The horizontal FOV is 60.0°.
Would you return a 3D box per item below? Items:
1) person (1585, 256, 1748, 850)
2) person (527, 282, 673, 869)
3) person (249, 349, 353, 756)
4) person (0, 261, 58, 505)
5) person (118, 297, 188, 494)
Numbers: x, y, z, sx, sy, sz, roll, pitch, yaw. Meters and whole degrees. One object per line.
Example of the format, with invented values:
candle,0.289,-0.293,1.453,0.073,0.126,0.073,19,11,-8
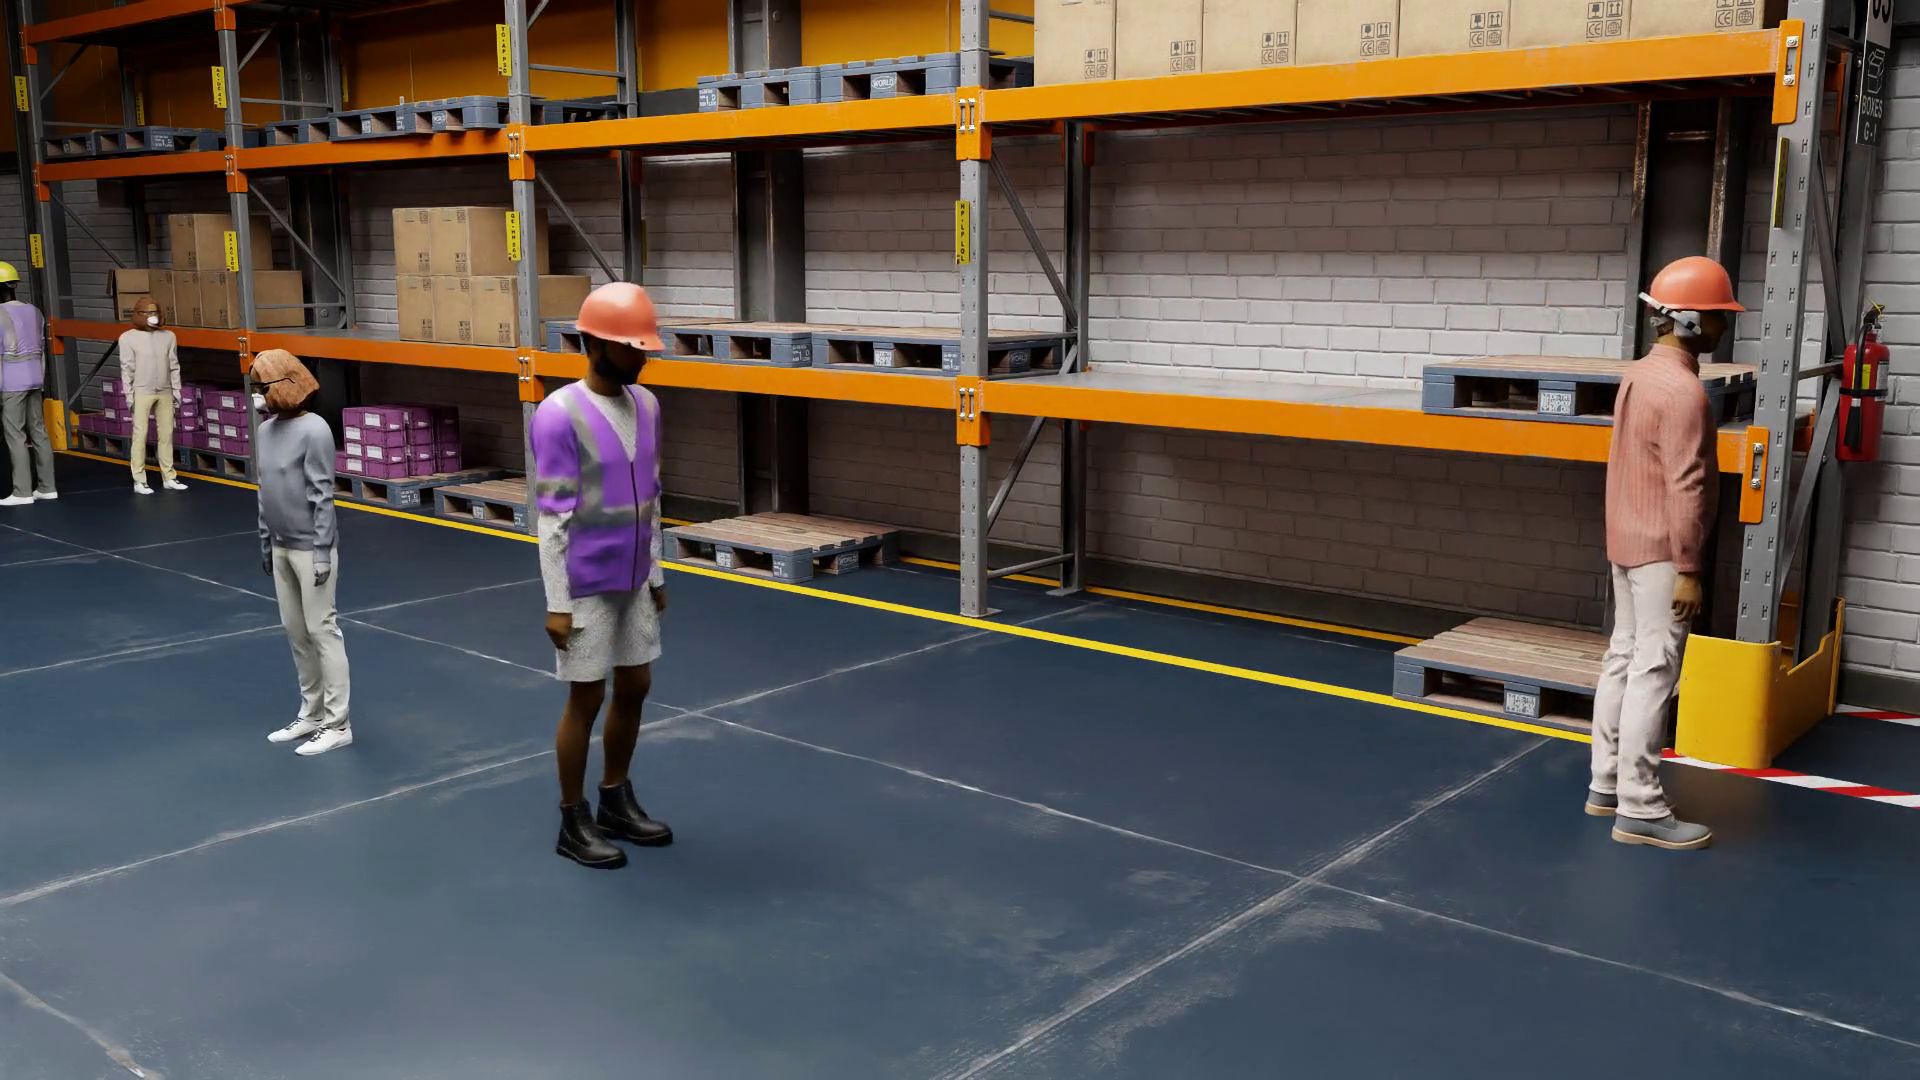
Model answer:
person,2.408,0.040,5.684,0.396,1.992,0.622,1,10,5
person,-1.133,0.126,5.428,0.446,1.915,0.556,6,11,30
person,-2.683,0.044,6.722,0.503,1.623,0.299,8,13,38
person,-7.468,-1.232,13.149,0.396,1.918,0.588,2,10,9
person,-6.689,-1.196,13.780,0.285,1.626,0.495,6,12,32
